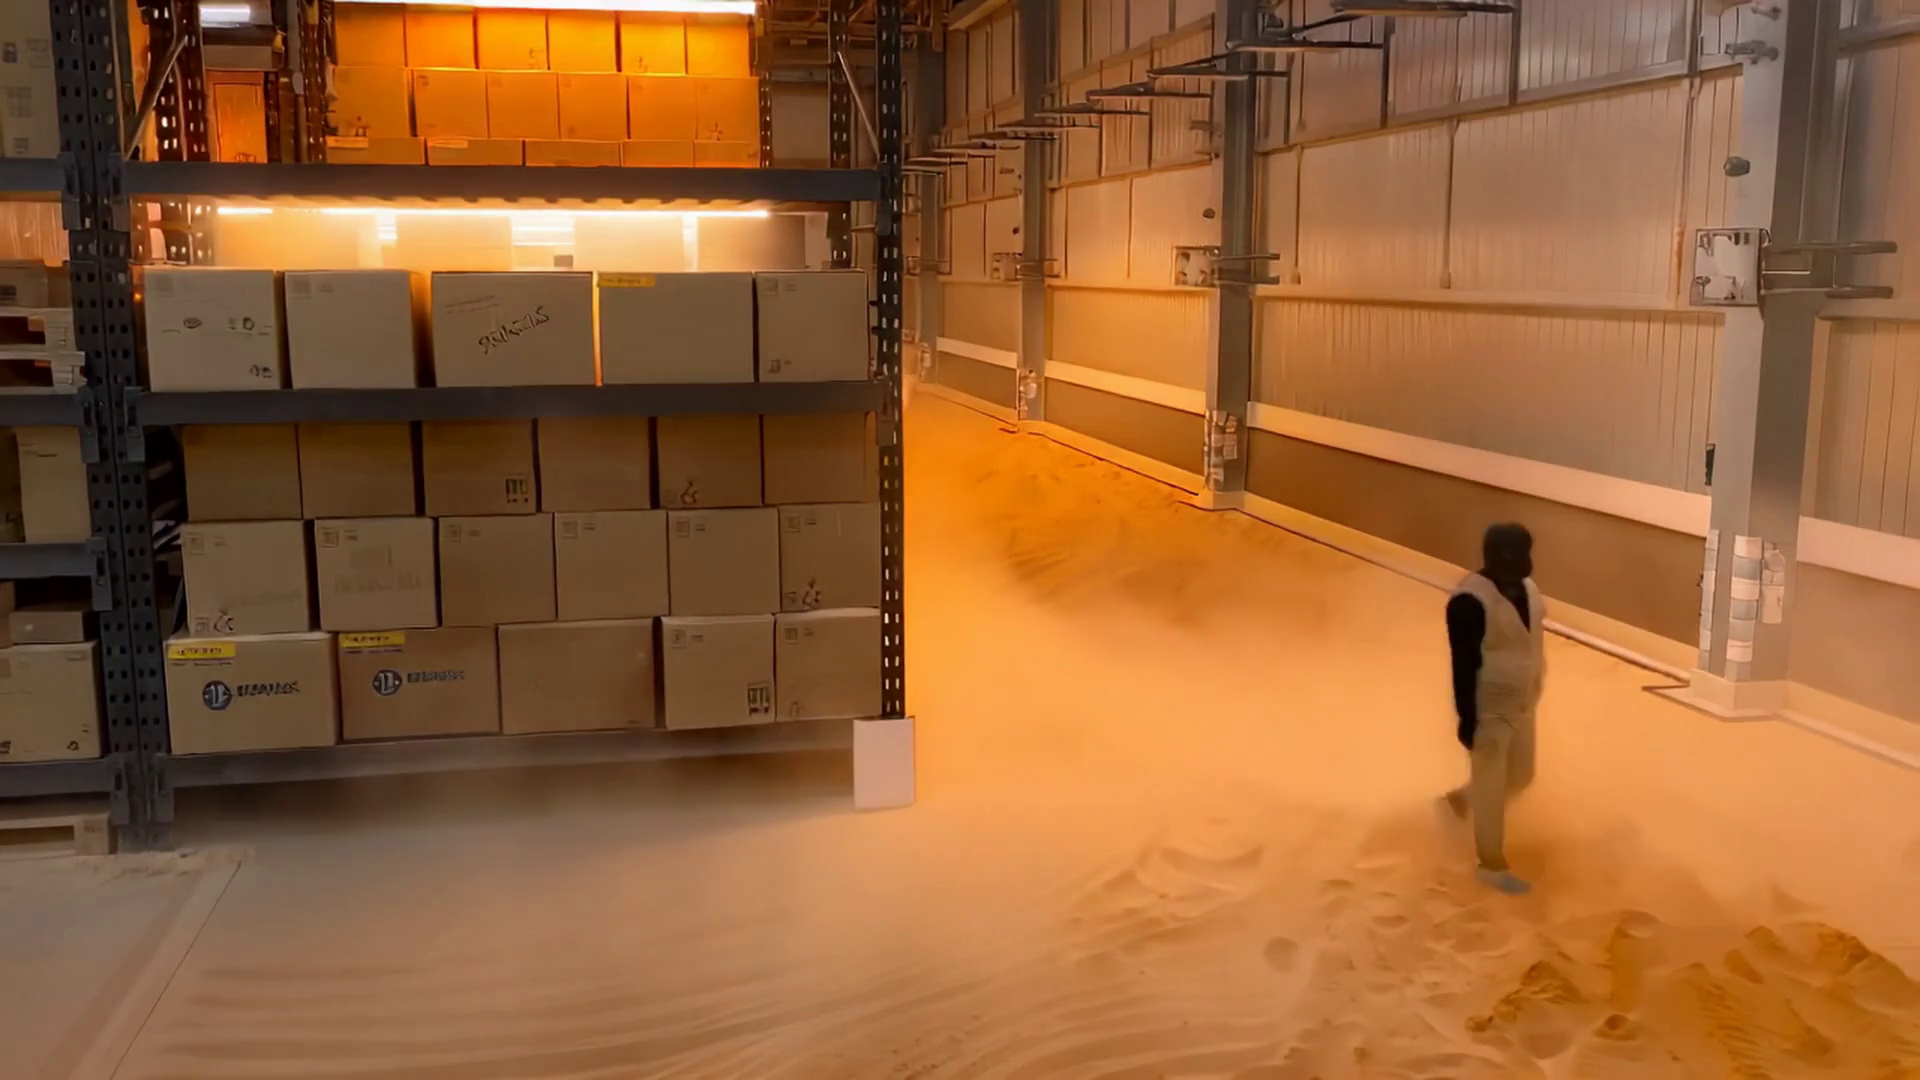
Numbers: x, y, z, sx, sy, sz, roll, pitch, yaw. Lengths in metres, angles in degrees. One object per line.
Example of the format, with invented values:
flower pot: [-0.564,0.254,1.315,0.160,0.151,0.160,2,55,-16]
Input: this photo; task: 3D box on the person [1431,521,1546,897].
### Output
person: [2.586,0.795,8.178,0.633,1.823,0.600,-7,11,-36]

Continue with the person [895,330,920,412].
person: [-1.125,-3.563,35.084,0.551,1.711,0.882,-2,10,-15]
